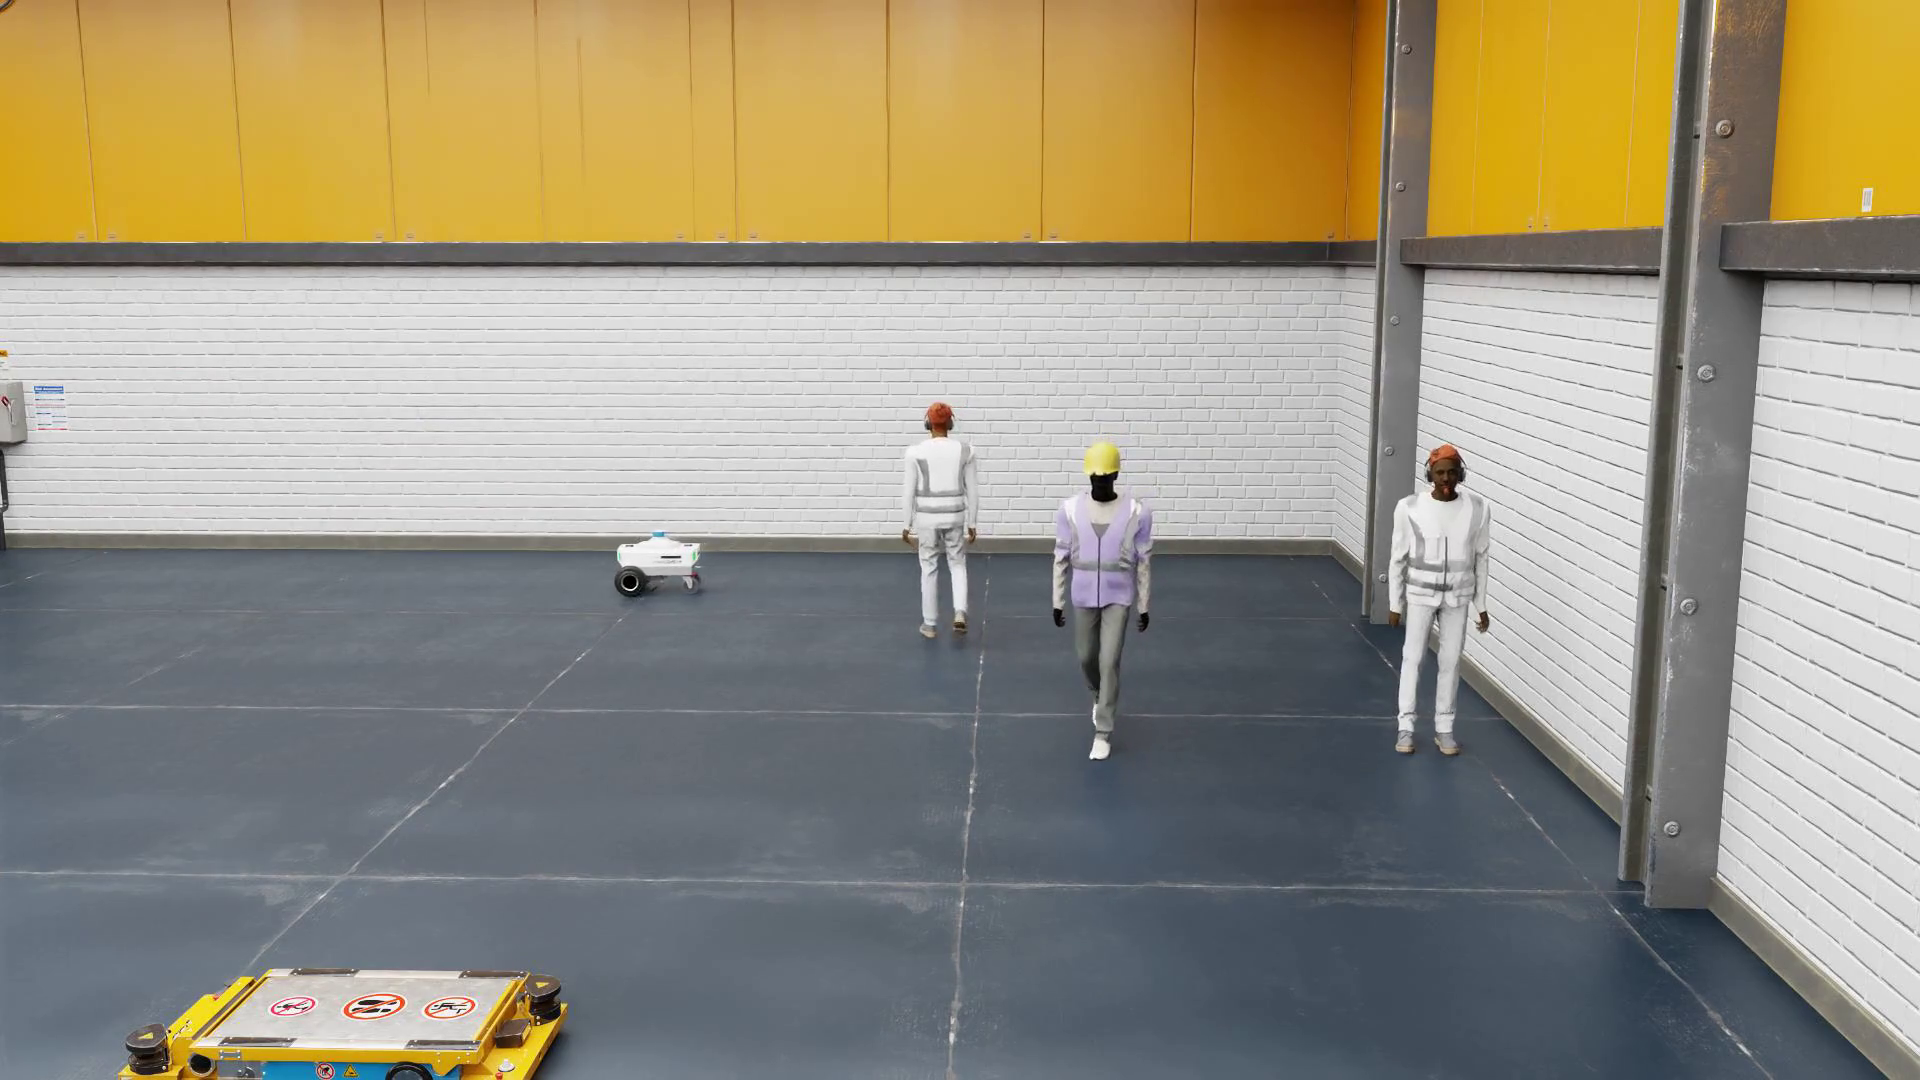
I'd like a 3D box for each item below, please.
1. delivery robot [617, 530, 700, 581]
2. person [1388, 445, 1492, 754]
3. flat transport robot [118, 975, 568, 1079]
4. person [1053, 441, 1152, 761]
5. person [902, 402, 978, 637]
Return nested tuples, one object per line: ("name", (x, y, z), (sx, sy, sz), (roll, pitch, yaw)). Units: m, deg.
("delivery robot", (-2.676, 0.154, 14.808), (0.707, 0.478, 0.477), (-1, 10, -3))
("person", (2.875, 0.365, 9.998), (0.602, 1.878, 0.362), (1, 10, 5))
("flat transport robot", (-2.249, 1.820, 6.161), (1.431, 0.197, 0.652), (0, 10, 2))
("person", (0.879, 0.323, 10.192), (0.598, 1.899, 0.885), (3, 10, 15))
("person", (-0.160, -0.145, 12.968), (0.584, 1.879, 0.568), (-2, 10, -13))
